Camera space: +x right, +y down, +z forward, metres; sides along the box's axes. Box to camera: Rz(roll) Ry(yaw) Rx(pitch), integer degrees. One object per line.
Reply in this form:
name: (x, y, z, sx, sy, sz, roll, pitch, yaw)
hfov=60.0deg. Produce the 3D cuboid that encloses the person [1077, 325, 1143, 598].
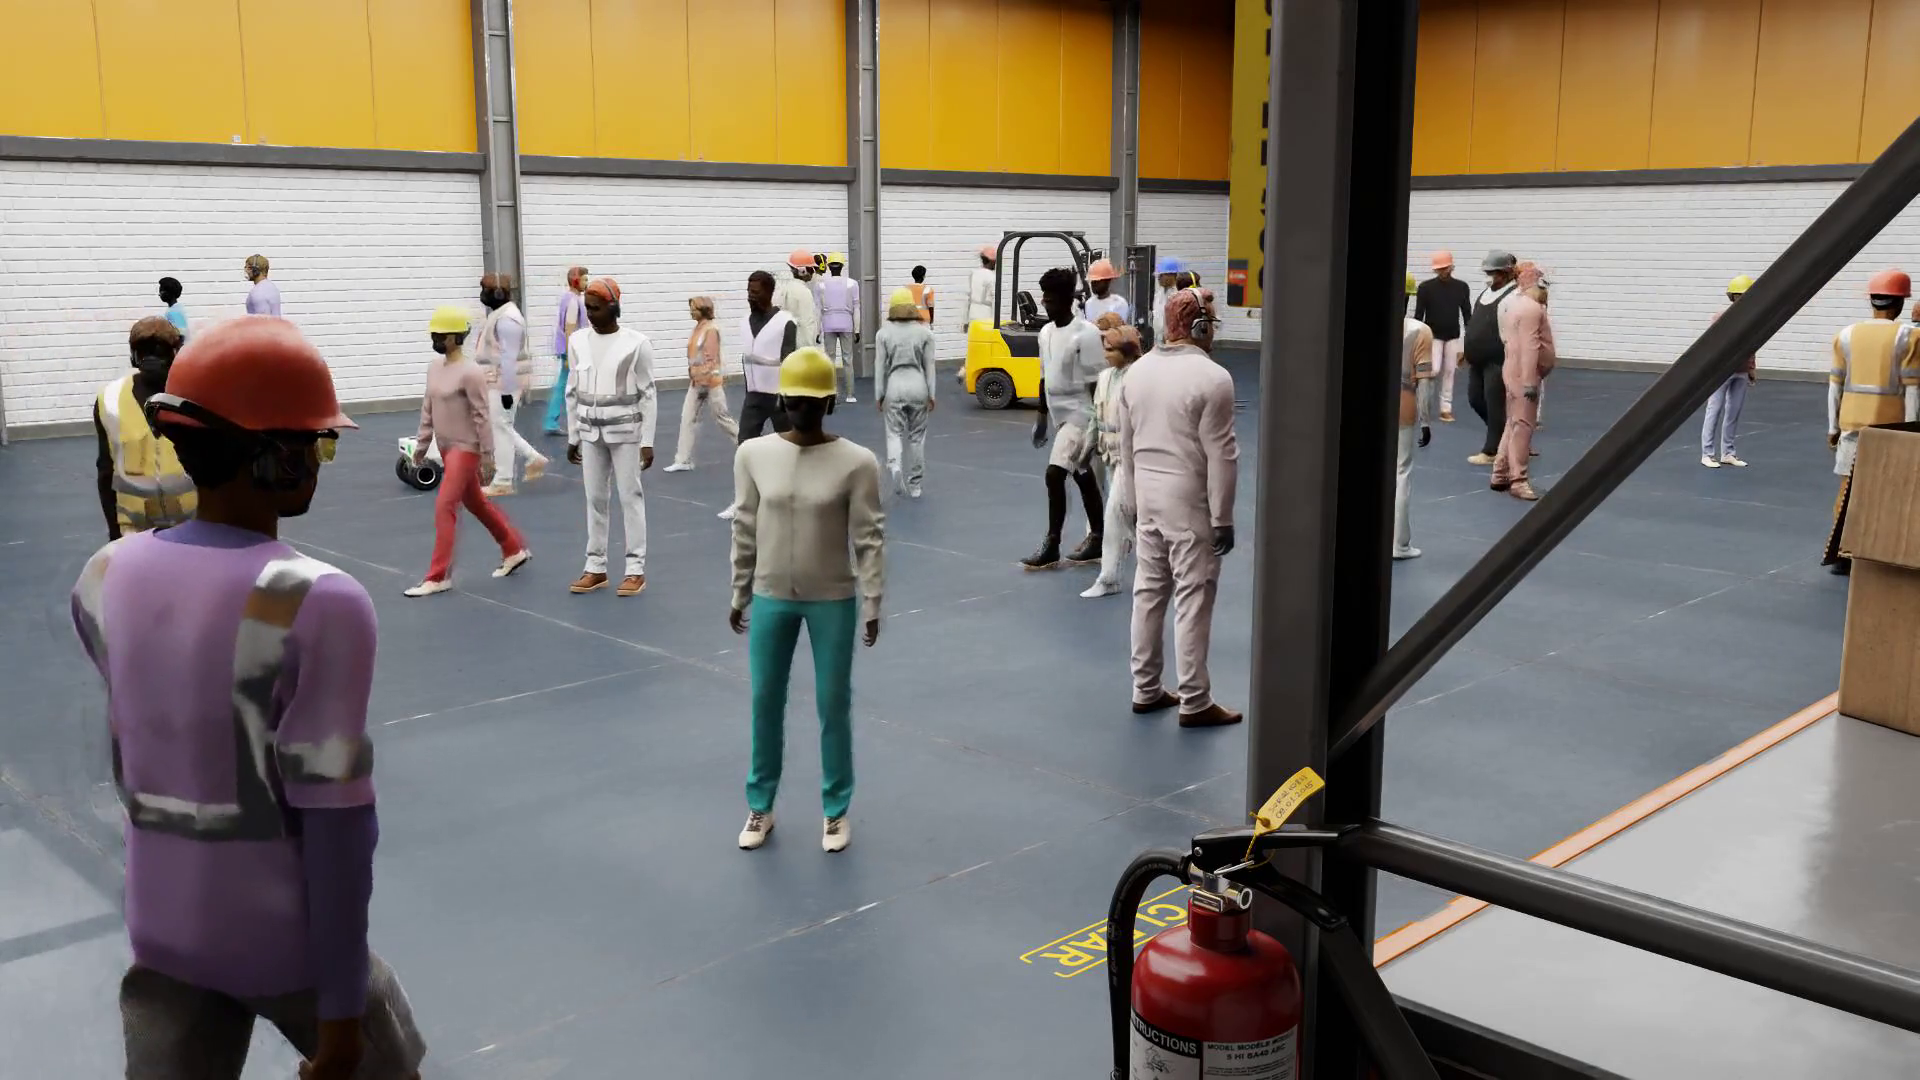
person: (1.031, -0.489, 9.988, 0.769, 1.611, 0.514, -5, 12, -26)

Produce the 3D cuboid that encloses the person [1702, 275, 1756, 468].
person: (7.120, -1.545, 15.319, 0.525, 1.769, 0.327, -3, 11, -18)

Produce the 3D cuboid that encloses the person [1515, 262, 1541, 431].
person: (6.226, -2.109, 18.200, 0.359, 1.855, 0.745, 5, 12, 26)

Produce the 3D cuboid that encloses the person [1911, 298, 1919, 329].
person: (7.885, -1.181, 13.685, 0.314, 1.636, 0.517, -8, 13, -36)

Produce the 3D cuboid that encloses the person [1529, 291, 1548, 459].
person: (5.454, -1.598, 15.969, 0.268, 1.630, 0.507, 7, 13, 34)

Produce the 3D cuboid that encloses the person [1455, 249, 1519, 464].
person: (5.043, -1.741, 15.635, 0.615, 2.000, 0.697, -2, 11, -12)

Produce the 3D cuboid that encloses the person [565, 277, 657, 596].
person: (-2.076, -0.606, 9.870, 0.574, 1.886, 0.361, 4, 11, 19)

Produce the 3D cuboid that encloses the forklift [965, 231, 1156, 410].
forklift: (1.222, -2.721, 20.561, 2.313, 2.155, 1.214, 2, 11, 13)

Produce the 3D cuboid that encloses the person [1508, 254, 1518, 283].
person: (7.679, -3.079, 23.398, 0.512, 1.873, 0.329, 2, 11, 11)

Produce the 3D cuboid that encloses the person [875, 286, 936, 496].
person: (-0.438, -1.180, 13.456, 0.494, 1.730, 0.530, 0, 10, -1)

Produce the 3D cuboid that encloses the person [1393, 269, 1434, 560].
person: (2.833, -0.831, 10.988, 0.594, 1.924, 0.382, 7, 13, 34)

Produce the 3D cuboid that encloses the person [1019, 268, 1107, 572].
person: (0.639, -0.763, 10.608, 0.798, 1.916, 0.619, -3, 11, -18)

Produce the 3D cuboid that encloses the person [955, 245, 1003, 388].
person: (0.246, -3.026, 22.749, 0.759, 2.008, 0.622, -7, 12, -33)

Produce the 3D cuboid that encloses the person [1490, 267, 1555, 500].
person: (4.628, -1.279, 13.592, 0.410, 1.876, 0.735, 2, 11, 11)

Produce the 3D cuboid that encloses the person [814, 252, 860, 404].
person: (-1.558, -2.683, 21.111, 0.585, 1.918, 0.381, -1, 10, -4)

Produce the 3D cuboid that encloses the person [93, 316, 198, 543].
person: (-3.400, -0.074, 7.234, 0.639, 1.797, 0.945, -2, 11, -13)

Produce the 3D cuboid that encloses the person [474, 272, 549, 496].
person: (-3.722, -1.271, 13.642, 0.506, 1.832, 0.644, -4, 11, -19)

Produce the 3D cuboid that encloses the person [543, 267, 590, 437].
person: (-3.994, -1.980, 17.608, 0.951, 1.794, 0.579, -3, 11, -17)

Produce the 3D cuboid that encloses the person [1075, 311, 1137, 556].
person: (1.007, -0.711, 11.133, 0.507, 1.631, 0.266, 6, 12, 29)

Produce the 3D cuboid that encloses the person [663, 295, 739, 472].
person: (-2.263, -1.419, 15.076, 0.846, 1.604, 0.513, -7, 12, -33)

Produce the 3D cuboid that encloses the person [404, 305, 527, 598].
person: (-3.012, -0.565, 10.094, 0.904, 1.723, 0.525, -10, 14, -44)

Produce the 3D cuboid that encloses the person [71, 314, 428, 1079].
person: (-1.139, 0.616, 2.912, 0.614, 1.999, 1.003, 4, 11, 20)

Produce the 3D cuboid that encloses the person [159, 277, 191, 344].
person: (-8.267, -1.926, 17.581, 0.319, 1.695, 0.538, -5, 12, -25)

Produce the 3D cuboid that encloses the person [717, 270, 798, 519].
person: (-1.452, -1.128, 12.768, 0.603, 1.877, 0.978, 8, 13, 37)

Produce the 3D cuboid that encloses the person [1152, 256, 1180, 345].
person: (2.095, -1.968, 17.253, 0.956, 1.905, 0.608, -7, 12, -33)

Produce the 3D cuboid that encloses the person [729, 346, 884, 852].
person: (-0.536, 0.207, 5.787, 0.548, 1.759, 0.349, 1, 10, 7)

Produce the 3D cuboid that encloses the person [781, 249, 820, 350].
person: (-1.591, -1.916, 16.715, 0.390, 1.992, 0.624, -5, 12, -27)

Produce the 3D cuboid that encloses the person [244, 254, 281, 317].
person: (-7.205, -1.984, 17.240, 0.364, 1.939, 0.636, -2, 11, -11)

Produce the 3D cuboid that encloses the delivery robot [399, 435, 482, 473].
delivery robot: (-4.389, -0.780, 14.175, 0.707, 0.478, 0.477, -5, 11, -31)

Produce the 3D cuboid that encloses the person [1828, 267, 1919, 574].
person: (5.718, -0.724, 10.384, 0.366, 1.935, 0.553, -9, 14, -40)

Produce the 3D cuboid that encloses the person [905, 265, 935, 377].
person: (-0.628, -3.227, 24.713, 0.535, 1.690, 0.320, 3, 11, 17)

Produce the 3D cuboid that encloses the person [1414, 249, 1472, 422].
person: (5.536, -2.340, 19.086, 0.651, 1.969, 0.481, -1, 10, -7)

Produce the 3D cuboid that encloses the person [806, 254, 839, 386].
person: (-1.977, -3.116, 23.600, 0.328, 1.872, 0.508, -10, 14, -43)

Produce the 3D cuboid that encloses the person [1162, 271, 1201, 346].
person: (1.998, -1.515, 15.027, 0.987, 1.827, 0.552, -6, 12, -28)

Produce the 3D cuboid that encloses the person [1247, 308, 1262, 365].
person: (4.974, -3.810, 27.273, 0.743, 1.905, 0.567, -9, 14, -41)

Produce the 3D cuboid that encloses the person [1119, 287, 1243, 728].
person: (0.986, -0.143, 7.292, 0.399, 1.909, 0.642, -7, 13, -35)

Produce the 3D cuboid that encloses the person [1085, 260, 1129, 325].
person: (1.267, -1.655, 15.553, 0.948, 1.893, 0.542, -10, 14, -44)
